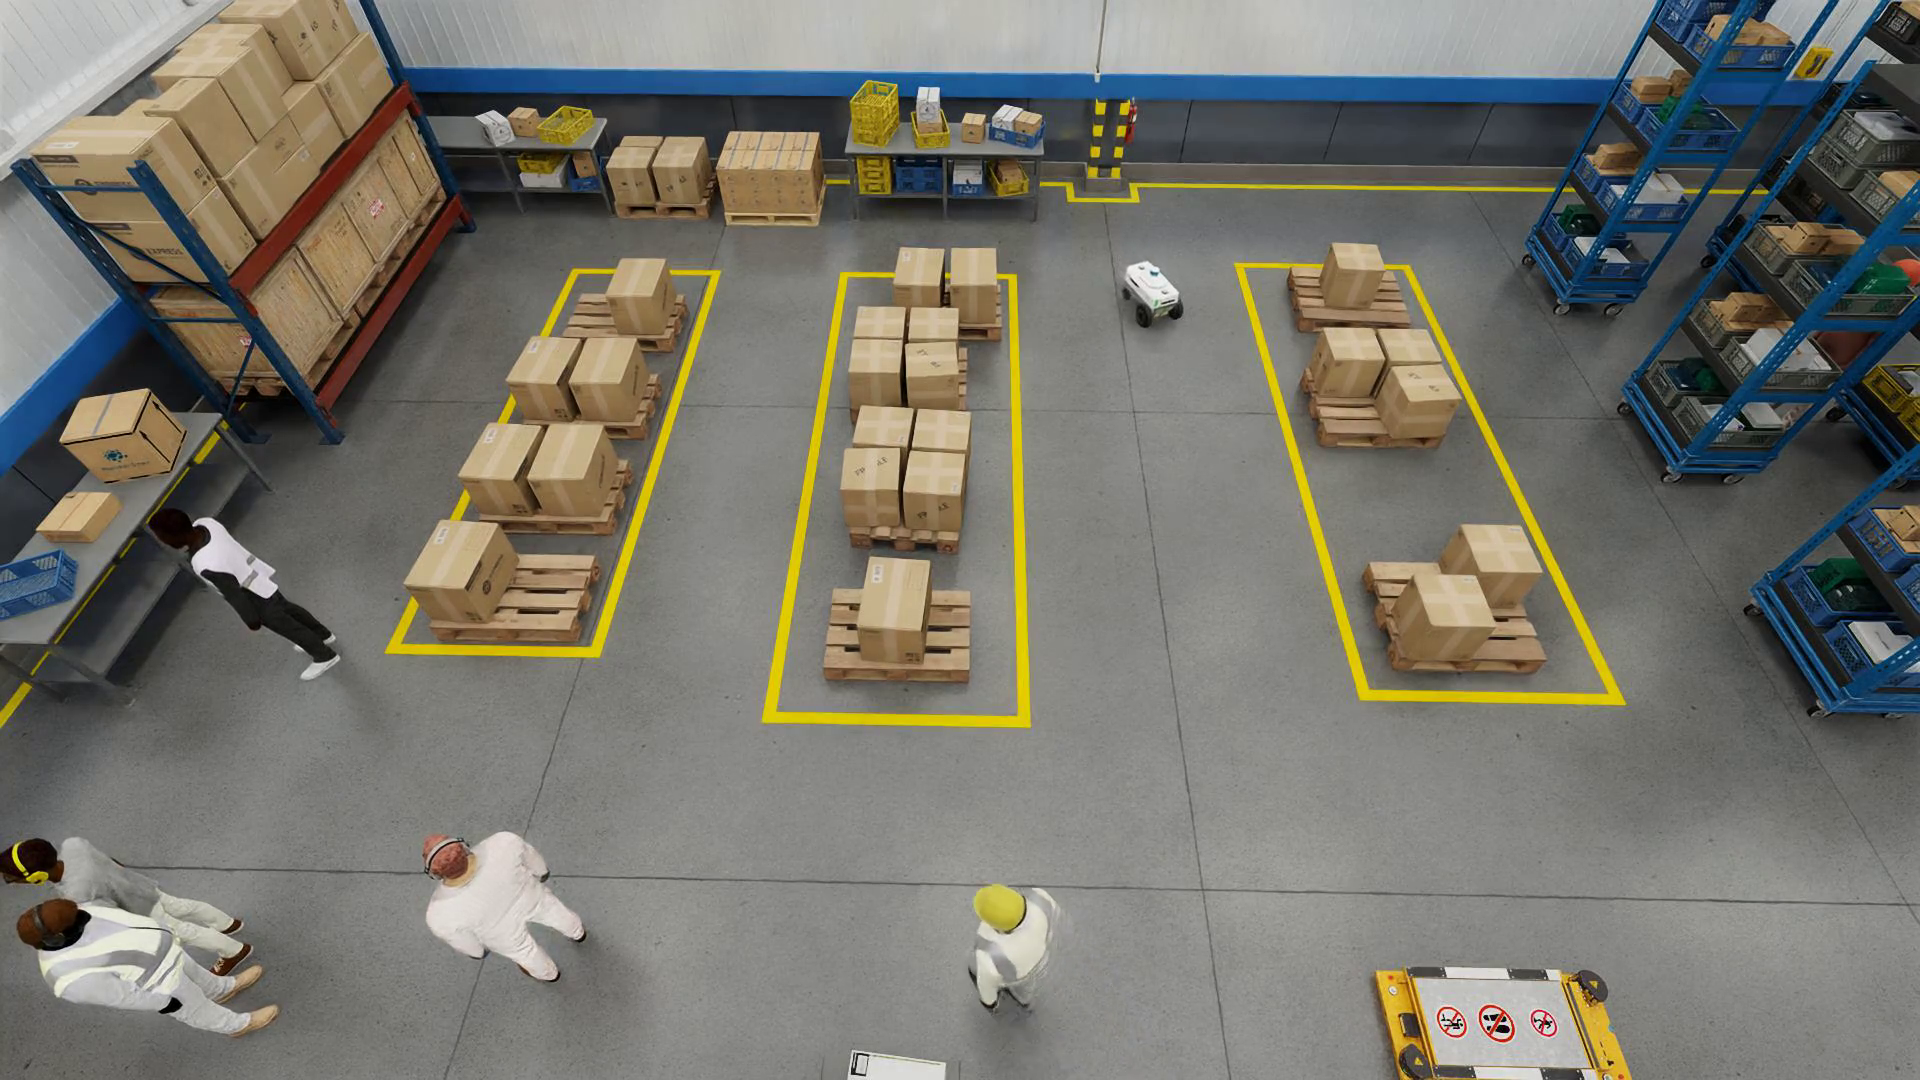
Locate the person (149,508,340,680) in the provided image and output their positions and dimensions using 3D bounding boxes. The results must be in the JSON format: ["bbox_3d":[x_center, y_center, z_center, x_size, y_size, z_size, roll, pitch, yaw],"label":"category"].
[{"bbox_3d":[-5.483,0.387,7.103,0.384,1.913,0.592,-26,55,-19],"label":"person"}]

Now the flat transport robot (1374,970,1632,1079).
[{"bbox_3d":[3.501,3.133,5.914,1.431,0.197,0.652,1,51,1],"label":"flat transport robot"}]

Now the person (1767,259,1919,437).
[{"bbox_3d":[8.445,-1.833,8.858,0.376,1.995,0.612,1,51,1],"label":"person"}]

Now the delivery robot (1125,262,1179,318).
[{"bbox_3d":[2.219,-2.932,10.618,0.477,0.478,0.707,-18,53,-14],"label":"delivery robot"}]

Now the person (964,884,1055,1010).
[{"bbox_3d":[0.251,2.420,5.511,0.629,1.801,0.597,-37,60,-26],"label":"person"}]

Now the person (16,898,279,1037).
[{"bbox_3d":[-4.772,2.517,5.413,0.429,1.840,0.624,-34,58,-24],"label":"person"}]

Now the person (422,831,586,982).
[{"bbox_3d":[-2.791,2.232,5.601,0.409,1.907,0.651,21,54,16],"label":"person"}]

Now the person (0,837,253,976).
[{"bbox_3d":[-5.056,2.255,5.605,0.328,1.873,0.520,-31,57,-23],"label":"person"}]
